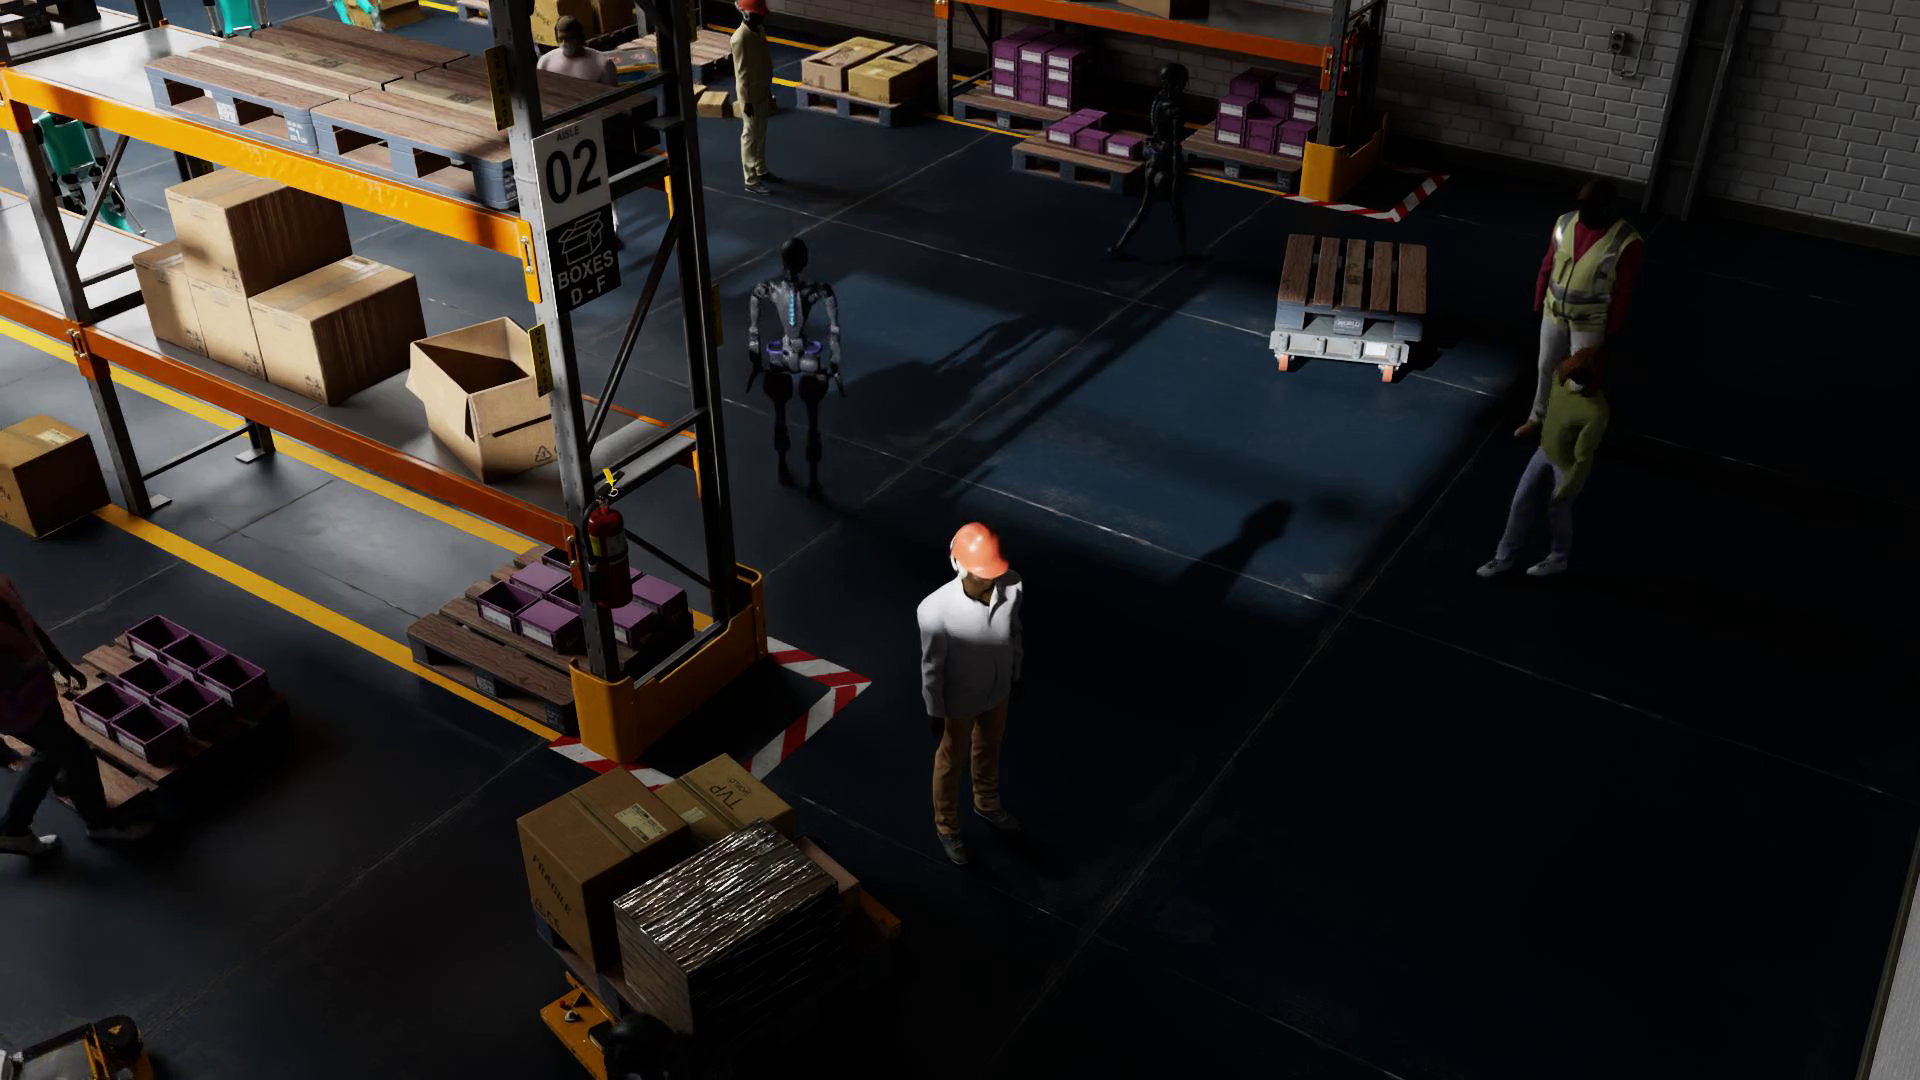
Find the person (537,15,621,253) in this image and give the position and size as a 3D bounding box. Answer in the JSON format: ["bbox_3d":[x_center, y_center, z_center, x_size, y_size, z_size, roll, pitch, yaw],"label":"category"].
[{"bbox_3d":[-3.013,-3.234,13.315,0.634,1.937,0.353,0,33,0],"label":"person"}]

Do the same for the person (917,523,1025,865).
[{"bbox_3d":[0.076,0.671,7.480,0.562,1.751,0.329,-24,40,-32],"label":"person"}]

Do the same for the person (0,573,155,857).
[{"bbox_3d":[-4.178,0.712,7.363,0.663,1.804,0.521,-10,34,-15],"label":"person"}]

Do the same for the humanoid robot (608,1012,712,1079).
[{"bbox_3d":[-0.934,2.095,5.364,0.481,1.637,0.586,10,34,15],"label":"humanoid robot"}]

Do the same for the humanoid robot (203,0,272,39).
[{"bbox_3d":[-6.389,-4.297,15.009,0.533,1.677,0.735,-16,36,-23],"label":"humanoid robot"}]

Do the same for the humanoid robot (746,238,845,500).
[{"bbox_3d":[-1.018,-1.046,10.213,0.610,1.646,0.475,-2,33,-3],"label":"humanoid robot"}]

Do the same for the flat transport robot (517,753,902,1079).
[{"bbox_3d":[-0.999,1.806,7.097,1.431,0.231,0.659,-26,41,-34],"label":"flat transport robot"}]

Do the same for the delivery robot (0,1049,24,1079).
[{"bbox_3d":[-3.918,2.191,6.229,0.738,0.580,0.514,-9,34,-14],"label":"delivery robot"}]

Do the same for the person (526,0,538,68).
[{"bbox_3d":[-3.959,-4.286,14.933,0.433,1.943,0.484,3,33,4],"label":"person"}]

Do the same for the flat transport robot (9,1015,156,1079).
[{"bbox_3d":[-3.786,2.351,6.260,1.431,0.231,0.659,-20,38,-28],"label":"flat transport robot"}]

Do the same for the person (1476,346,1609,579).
[{"bbox_3d":[3.309,-0.411,9.279,0.634,1.592,0.569,-12,35,-18],"label":"person"}]

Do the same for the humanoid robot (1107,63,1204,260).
[{"bbox_3d":[1.600,-2.988,13.234,0.785,1.646,0.607,-6,34,-10],"label":"humanoid robot"}]

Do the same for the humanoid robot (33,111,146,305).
[{"bbox_3d":[-6.252,-2.430,12.139,0.735,1.677,0.533,20,38,28],"label":"humanoid robot"}]

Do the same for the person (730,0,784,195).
[{"bbox_3d":[-1.779,-3.921,14.538,0.326,1.750,0.560,7,34,11],"label":"person"}]

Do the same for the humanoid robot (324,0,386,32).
[{"bbox_3d":[-6.345,-5.711,17.393,0.734,1.881,0.540,24,40,32],"label":"humanoid robot"}]

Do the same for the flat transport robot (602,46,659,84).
[{"bbox_3d":[-3.577,-4.950,17.481,1.431,0.231,0.659,-13,35,-20],"label":"flat transport robot"}]

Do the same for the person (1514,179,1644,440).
[{"bbox_3d":[3.939,-1.427,10.637,0.430,1.832,0.635,-24,40,-32],"label":"person"}]
